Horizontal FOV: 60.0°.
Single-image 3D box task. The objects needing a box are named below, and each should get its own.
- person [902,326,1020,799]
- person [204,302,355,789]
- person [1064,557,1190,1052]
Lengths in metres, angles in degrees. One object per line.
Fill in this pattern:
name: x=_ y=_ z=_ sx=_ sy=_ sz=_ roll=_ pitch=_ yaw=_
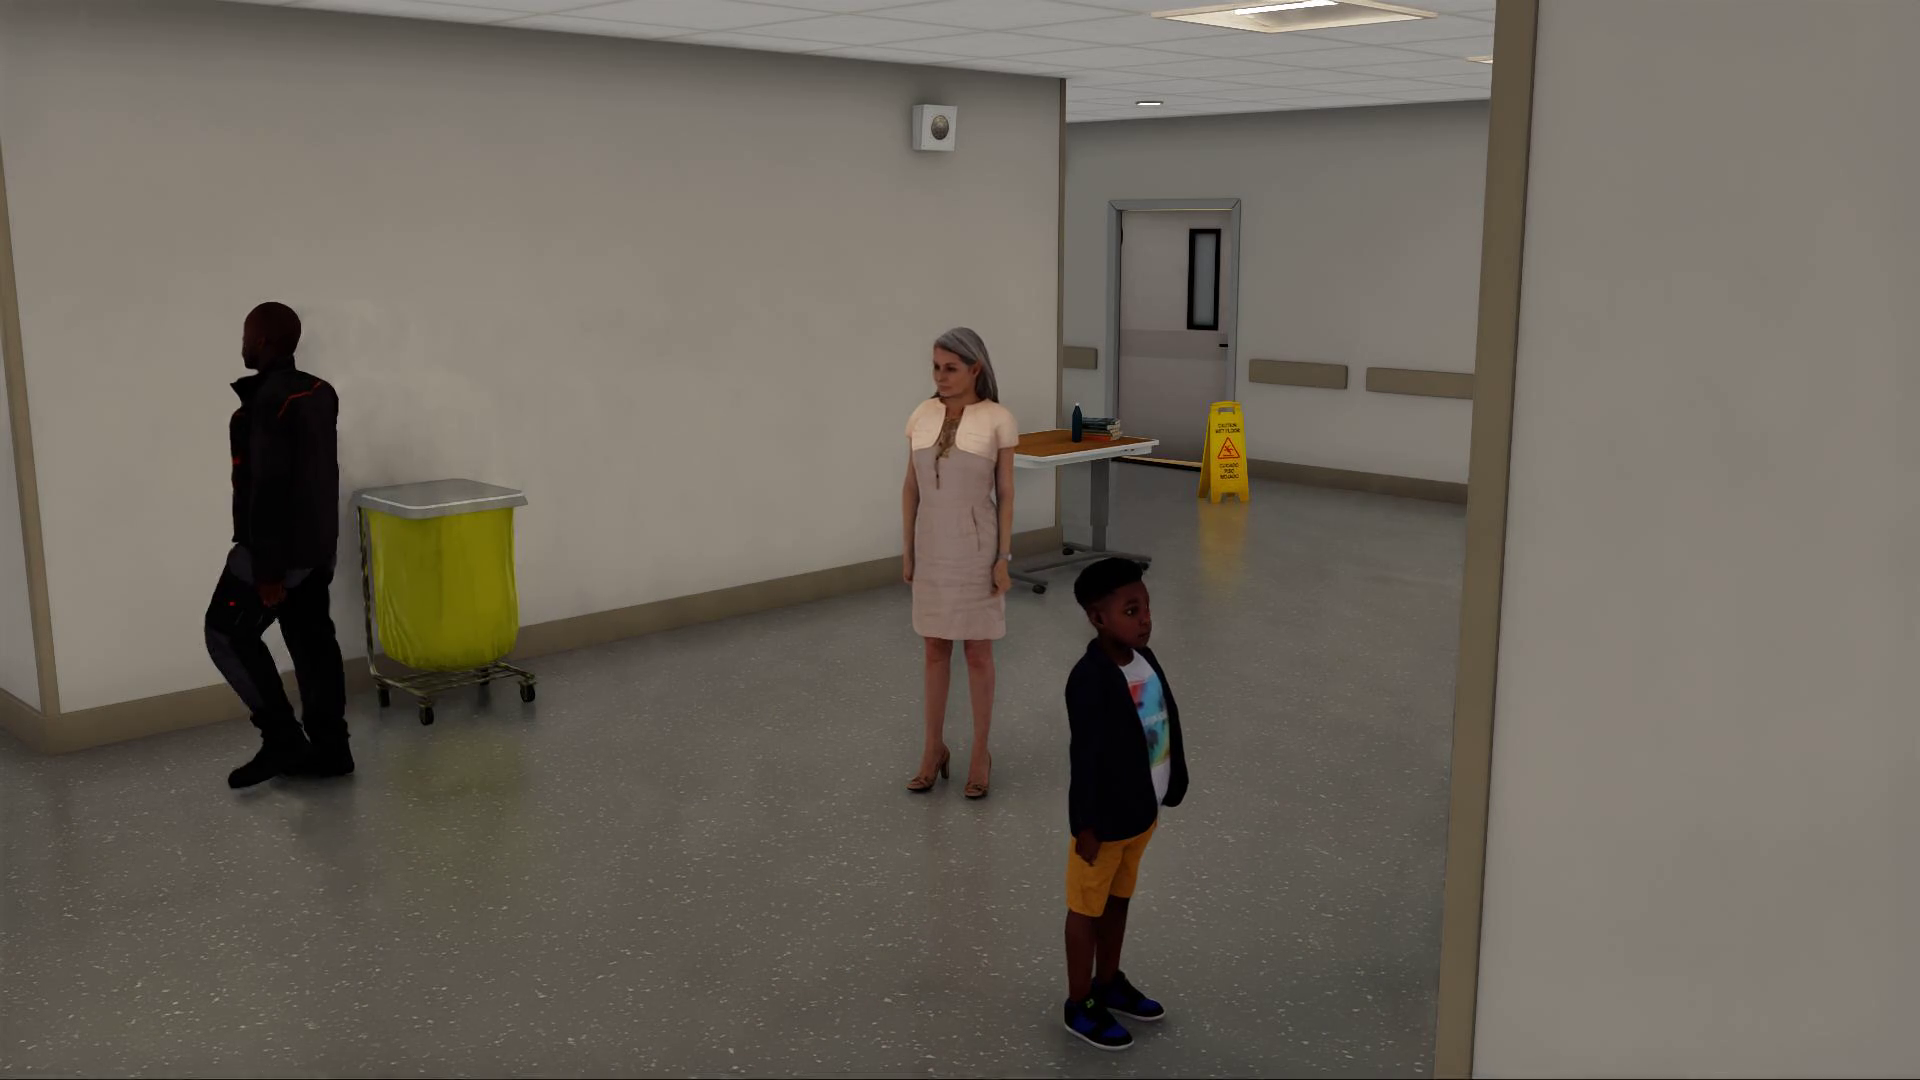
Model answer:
person: x=-0.010 y=0.083 z=6.128 sx=0.616 sy=1.737 sz=0.737 roll=4 pitch=12 yaw=22
person: x=-2.423 y=0.027 z=6.222 sx=0.925 sy=1.812 sz=0.867 roll=0 pitch=11 yaw=1
person: x=0.391 y=0.662 z=4.329 sx=0.575 sy=1.271 sz=0.561 roll=7 pitch=13 yaw=32
